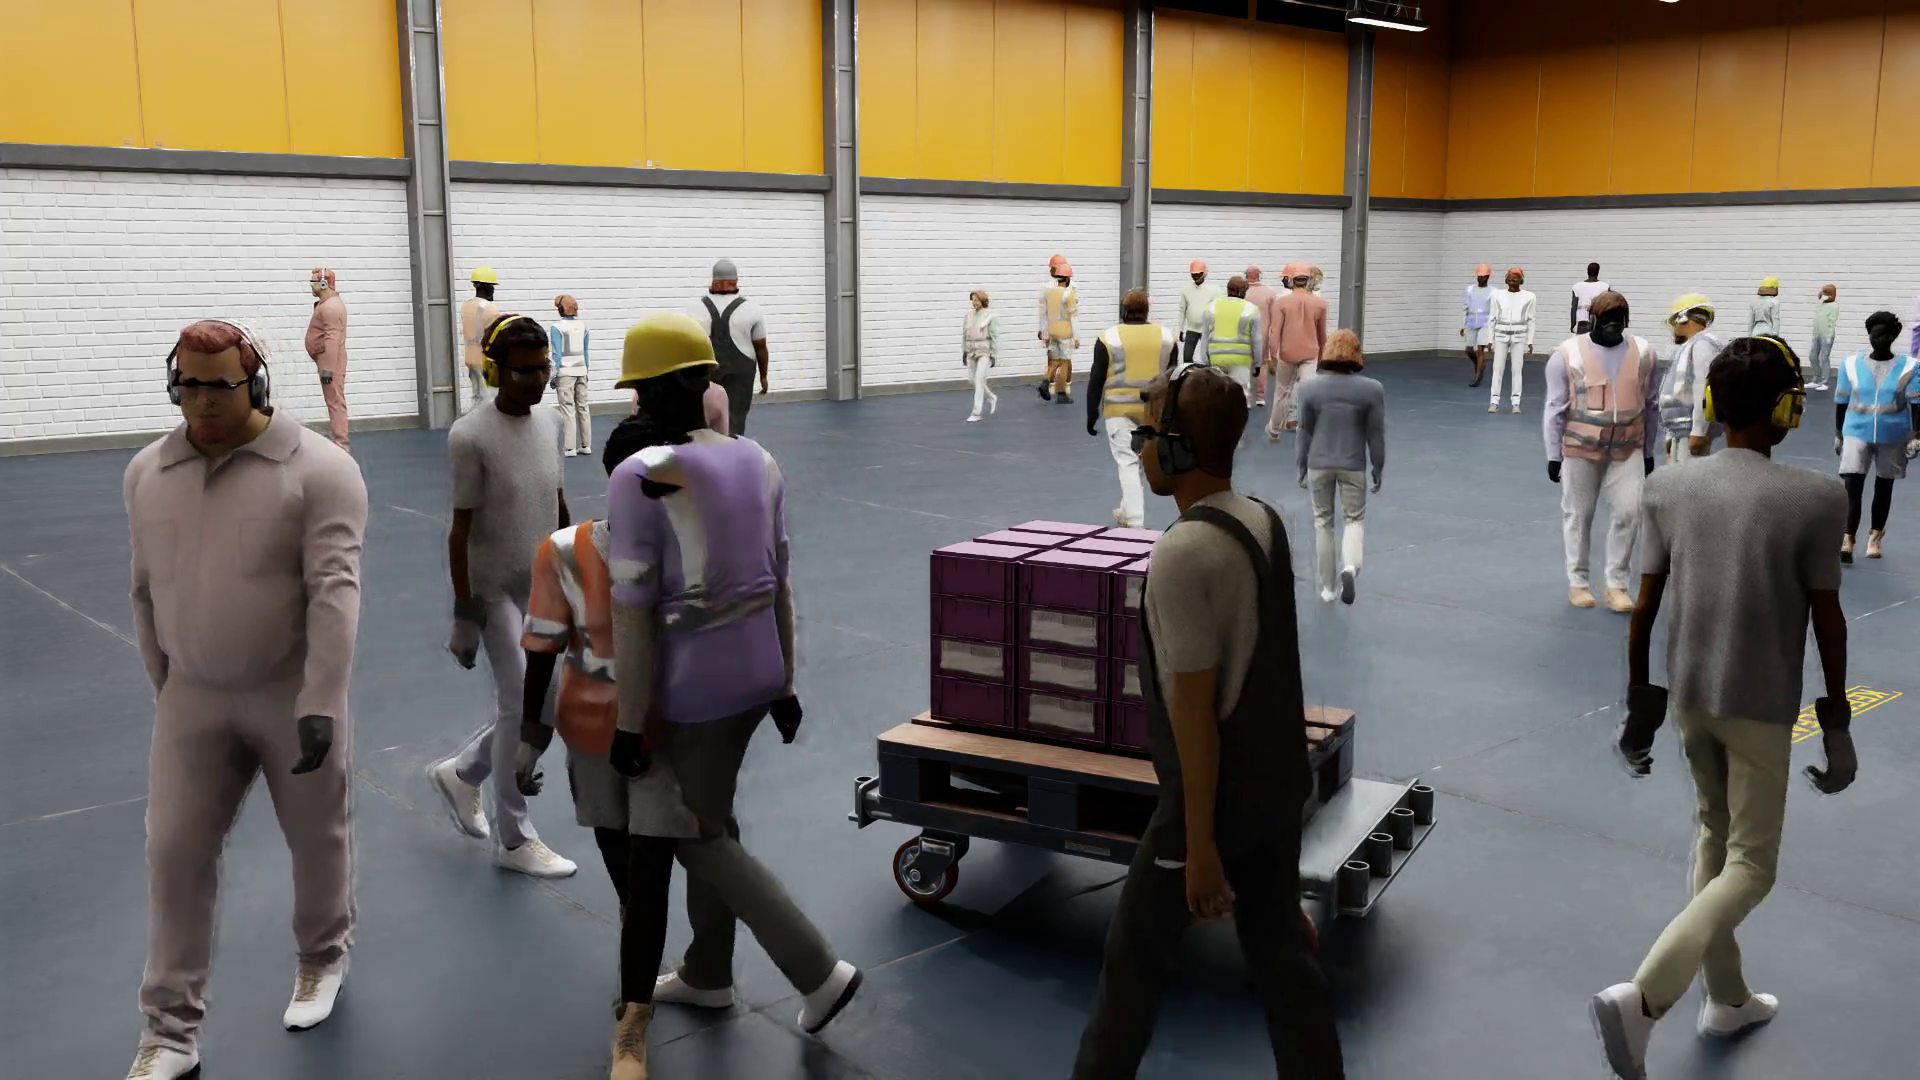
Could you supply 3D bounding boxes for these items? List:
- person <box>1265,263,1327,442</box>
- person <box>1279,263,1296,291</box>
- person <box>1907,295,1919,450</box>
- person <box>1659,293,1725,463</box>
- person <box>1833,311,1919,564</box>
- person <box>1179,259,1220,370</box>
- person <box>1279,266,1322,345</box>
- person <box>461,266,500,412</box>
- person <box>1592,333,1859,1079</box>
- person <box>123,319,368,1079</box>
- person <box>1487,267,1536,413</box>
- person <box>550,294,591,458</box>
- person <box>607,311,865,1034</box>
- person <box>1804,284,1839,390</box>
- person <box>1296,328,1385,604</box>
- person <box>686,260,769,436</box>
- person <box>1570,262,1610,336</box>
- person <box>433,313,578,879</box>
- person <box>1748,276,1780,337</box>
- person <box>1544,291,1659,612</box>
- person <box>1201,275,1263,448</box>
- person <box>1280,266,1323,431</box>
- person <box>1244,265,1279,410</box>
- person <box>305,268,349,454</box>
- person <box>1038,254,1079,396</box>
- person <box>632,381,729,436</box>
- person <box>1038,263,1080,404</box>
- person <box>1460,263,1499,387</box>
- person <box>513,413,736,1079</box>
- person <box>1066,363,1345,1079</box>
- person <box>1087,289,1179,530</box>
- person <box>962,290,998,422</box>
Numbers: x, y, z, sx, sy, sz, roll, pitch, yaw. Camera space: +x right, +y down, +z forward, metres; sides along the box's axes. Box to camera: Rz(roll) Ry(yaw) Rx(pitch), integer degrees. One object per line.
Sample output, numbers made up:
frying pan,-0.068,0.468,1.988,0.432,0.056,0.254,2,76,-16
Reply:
person,3.575,-1.969,17.744,0.673,1.938,1.014,-1,10,-5
person,4.107,-2.457,20.623,0.361,1.939,0.543,0,10,2
person,10.128,-1.919,17.192,0.406,2.035,0.616,-5,11,-28
person,4.745,-0.697,10.812,0.409,1.783,0.665,2,10,13
person,6.006,-0.663,10.915,0.547,1.646,0.856,6,11,32
person,3.401,-2.990,23.647,0.654,1.971,0.491,4,11,24
person,4.908,-3.016,23.970,0.619,1.920,0.994,1,10,6
person,-4.723,-1.754,16.561,0.392,1.923,0.589,-9,13,-42
person,1.866,0.419,4.080,0.821,1.847,0.524,-6,12,-33
person,-1.786,0.407,4.072,0.641,1.856,0.933,0,10,-1
person,7.107,-2.576,21.474,0.572,1.887,0.355,4,10,20
person,-3.928,-1.648,16.763,0.308,1.639,0.523,5,11,28
person,-0.572,0.368,4.233,0.718,1.893,0.596,5,11,27
person,13.033,-3.053,25.075,0.347,1.609,0.541,-1,10,-9
person,2.172,-0.402,9.552,0.503,1.614,0.561,2,10,14
person,-2.040,-1.505,14.752,0.704,2.000,1.004,1,10,4
person,10.218,-3.532,26.979,0.596,1.916,0.372,4,11,24
person,-1.505,0.181,5.452,0.541,1.843,0.559,5,11,25
person,11.316,-2.833,23.393,0.324,1.742,0.492,-4,10,-22
person,3.642,-0.487,9.417,0.661,1.821,0.632,1,10,5
person,2.853,-1.862,17.480,0.645,1.822,0.434,5,11,29
person,3.958,-2.179,19.078,0.657,1.908,0.659,-9,13,-42
person,3.877,-2.677,22.033,0.693,1.889,0.708,2,10,10
person,-6.292,-1.746,16.556,0.408,1.909,0.642,-3,10,-19
person,1.411,-3.105,24.099,0.614,2.048,0.361,-4,10,-20
person,-1.379,-0.264,8.391,0.525,1.733,0.861,-8,12,-38
person,1.379,-2.809,22.741,0.477,1.925,0.559,-8,13,-40
person,8.099,-3.341,25.857,0.573,1.922,0.639,7,12,35
person,-0.842,0.477,4.307,0.547,1.639,0.909,-1,10,-3
person,0.467,0.534,3.505,0.939,1.796,0.513,7,12,37
person,1.246,-0.916,12.056,0.644,1.790,1.004,-2,10,-13
person,0.276,-2.275,20.495,0.522,1.615,0.656,8,13,40
